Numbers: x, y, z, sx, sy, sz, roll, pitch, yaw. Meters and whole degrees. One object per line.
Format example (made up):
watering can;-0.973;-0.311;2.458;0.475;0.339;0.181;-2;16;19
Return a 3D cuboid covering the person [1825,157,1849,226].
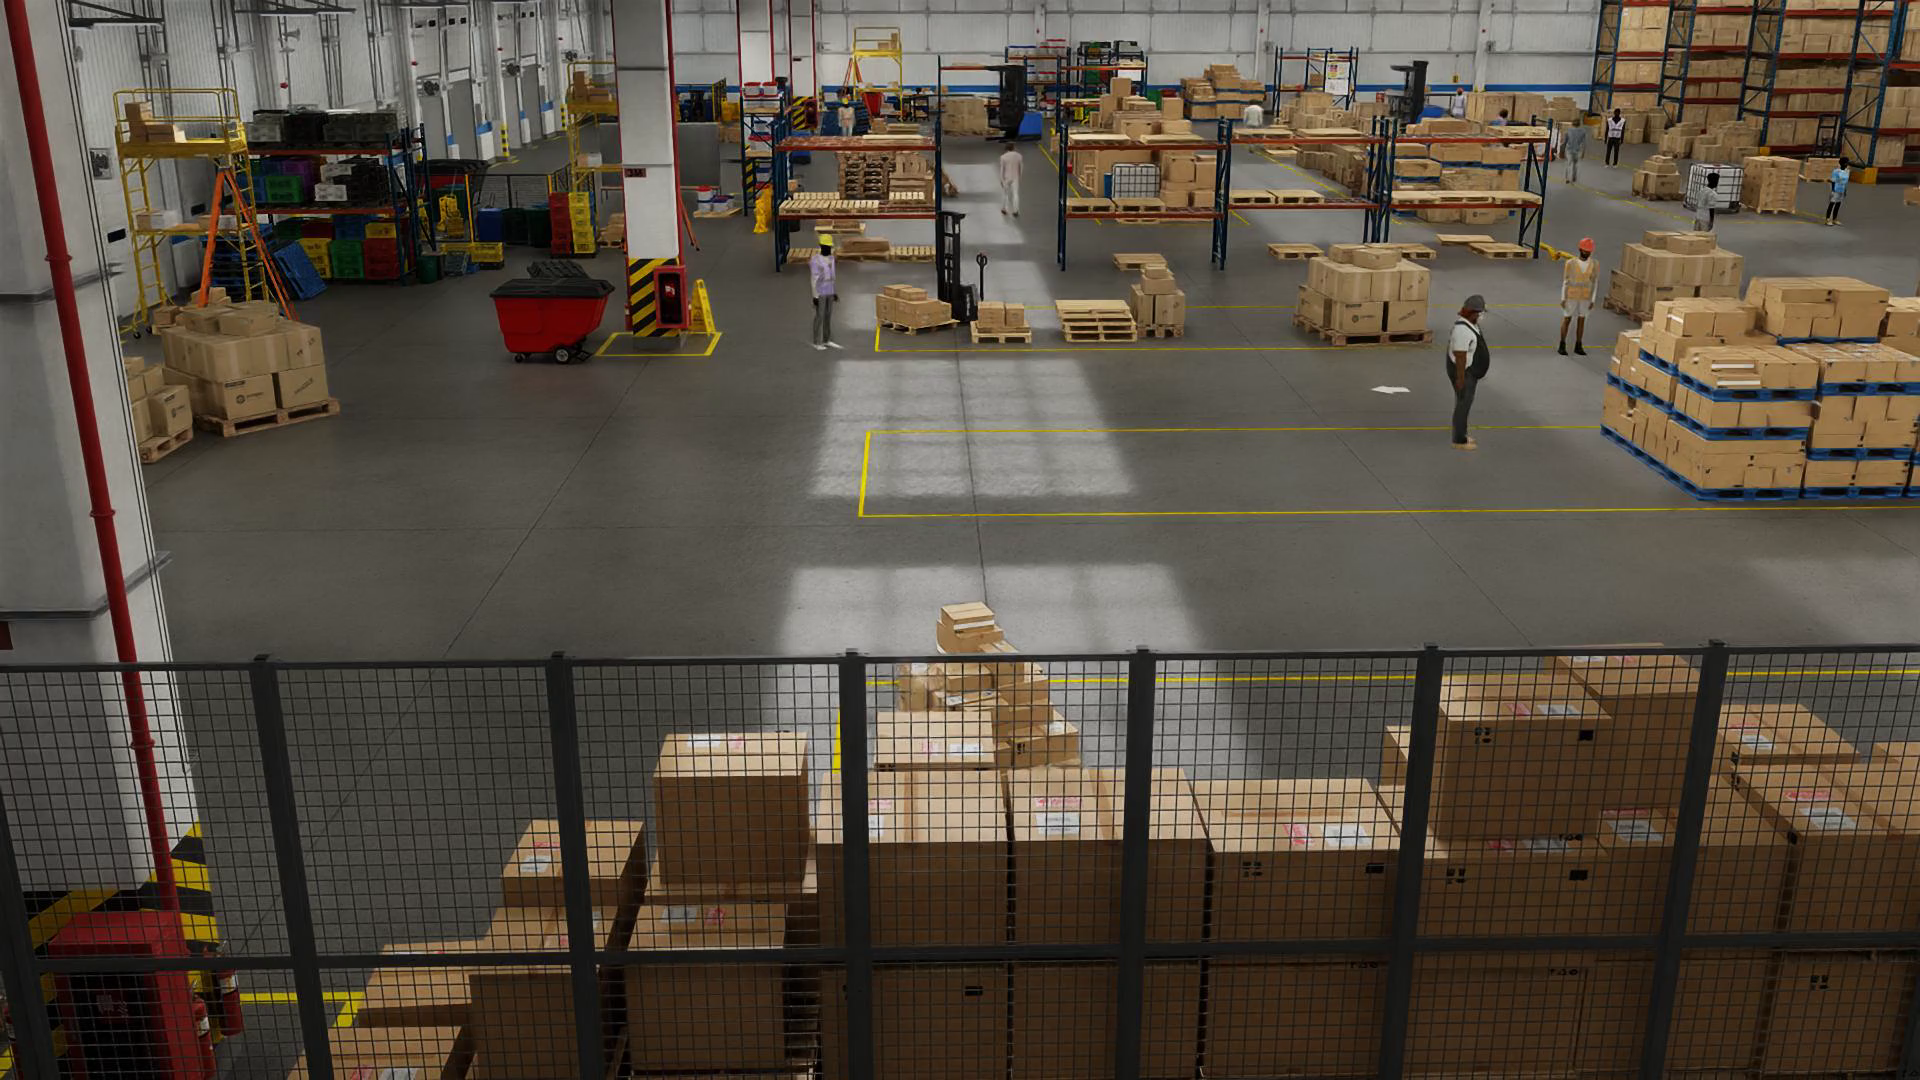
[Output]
person;21.915;-8.693;41.482;0.531;1.698;0.320;-8;20;-23

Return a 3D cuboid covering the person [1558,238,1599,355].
person;10.080;-3.954;27.074;0.550;1.929;0.396;2;19;5

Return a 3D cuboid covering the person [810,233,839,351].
person;-2.228;-4.119;27.560;0.382;1.924;0.594;12;22;31

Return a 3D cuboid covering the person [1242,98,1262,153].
person;10.333;-14.718;59.040;0.657;1.897;0.944;-2;19;-4

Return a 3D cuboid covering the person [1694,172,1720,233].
person;16.084;-6.939;35.890;0.388;1.957;0.606;-2;19;-6

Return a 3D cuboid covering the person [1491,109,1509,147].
person;17.866;-13.436;55.415;0.772;1.799;0.736;12;22;32

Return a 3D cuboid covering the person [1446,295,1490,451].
person;6.626;-2.211;21.724;0.535;2.000;0.693;6;20;17

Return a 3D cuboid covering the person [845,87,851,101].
person;-4.618;-17.687;68.159;0.316;1.700;0.540;-6;20;-19

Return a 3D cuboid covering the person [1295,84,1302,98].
person;13.470;-17.189;66.283;0.694;1.953;0.659;-3;19;-10

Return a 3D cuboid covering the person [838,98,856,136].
person;-4.019;-14.830;59.373;0.664;1.902;0.534;-4;19;-13

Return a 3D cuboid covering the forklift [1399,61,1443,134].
forklift;18.167;-17.564;65.977;1.873;2.768;1.129;-1;19;-2

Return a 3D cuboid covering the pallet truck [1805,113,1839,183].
pallet truck;26.403;-11.957;50.702;0.823;1.965;1.885;6;19;16

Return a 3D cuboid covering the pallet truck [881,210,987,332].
pallet truck;-0.493;-4.759;29.349;1.885;1.965;0.823;-13;23;-34

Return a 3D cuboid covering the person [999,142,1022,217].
person;1.320;-9.359;43.168;0.628;1.894;1.026;-3;19;-10

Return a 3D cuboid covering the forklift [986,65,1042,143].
forklift;2.090;-16.460;62.702;1.873;2.768;1.129;-10;21;-26

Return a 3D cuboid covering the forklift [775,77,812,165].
forklift;-5.917;-13.894;55.089;1.873;2.768;1.129;-1;19;-1

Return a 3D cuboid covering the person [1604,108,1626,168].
person;21.344;-13.105;54.251;0.591;1.911;0.389;7;20;19

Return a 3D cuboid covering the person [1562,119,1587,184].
person;18.566;-11.775;50.320;0.672;1.889;0.991;7;20;20

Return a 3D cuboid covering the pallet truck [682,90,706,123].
pallet truck;-9.671;-15.907;62.421;0.823;1.965;1.885;5;19;15

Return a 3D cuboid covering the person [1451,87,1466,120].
person;19.357;-16.609;64.607;0.579;1.926;0.387;8;20;24
